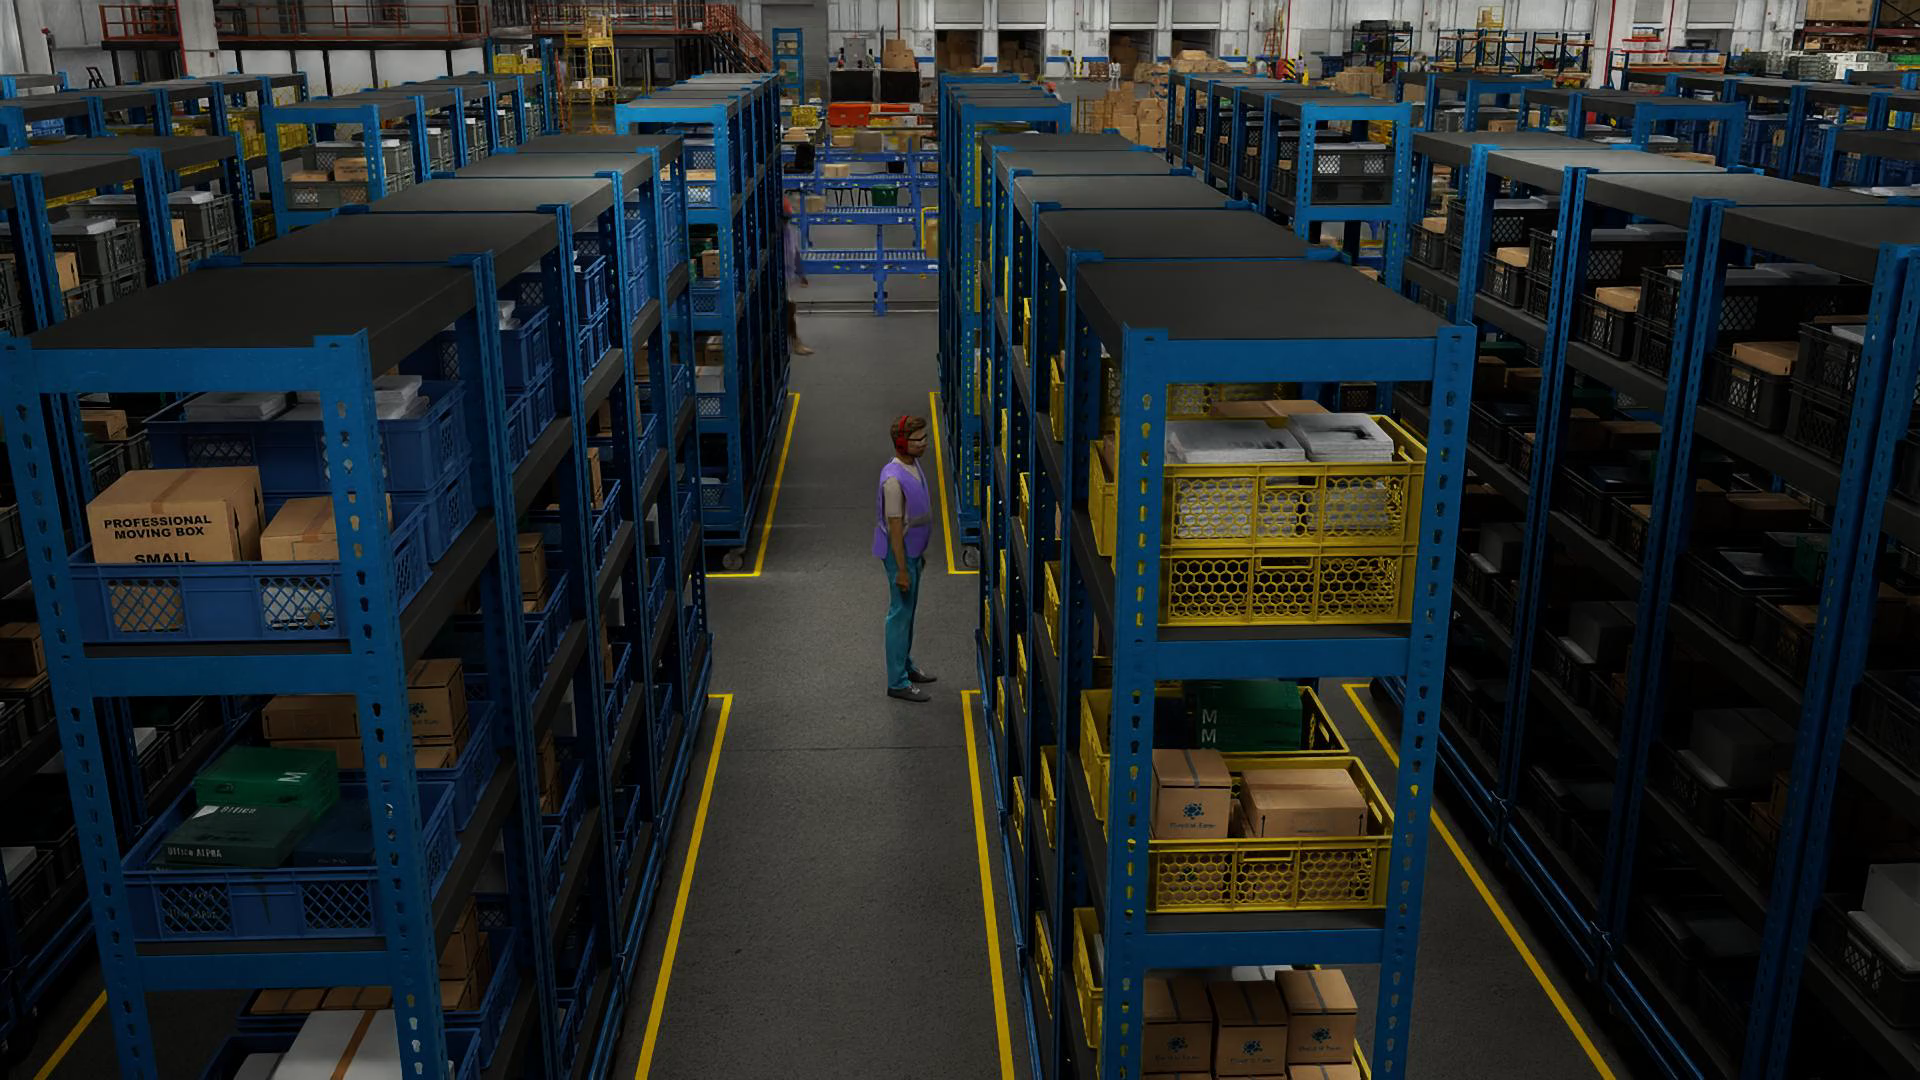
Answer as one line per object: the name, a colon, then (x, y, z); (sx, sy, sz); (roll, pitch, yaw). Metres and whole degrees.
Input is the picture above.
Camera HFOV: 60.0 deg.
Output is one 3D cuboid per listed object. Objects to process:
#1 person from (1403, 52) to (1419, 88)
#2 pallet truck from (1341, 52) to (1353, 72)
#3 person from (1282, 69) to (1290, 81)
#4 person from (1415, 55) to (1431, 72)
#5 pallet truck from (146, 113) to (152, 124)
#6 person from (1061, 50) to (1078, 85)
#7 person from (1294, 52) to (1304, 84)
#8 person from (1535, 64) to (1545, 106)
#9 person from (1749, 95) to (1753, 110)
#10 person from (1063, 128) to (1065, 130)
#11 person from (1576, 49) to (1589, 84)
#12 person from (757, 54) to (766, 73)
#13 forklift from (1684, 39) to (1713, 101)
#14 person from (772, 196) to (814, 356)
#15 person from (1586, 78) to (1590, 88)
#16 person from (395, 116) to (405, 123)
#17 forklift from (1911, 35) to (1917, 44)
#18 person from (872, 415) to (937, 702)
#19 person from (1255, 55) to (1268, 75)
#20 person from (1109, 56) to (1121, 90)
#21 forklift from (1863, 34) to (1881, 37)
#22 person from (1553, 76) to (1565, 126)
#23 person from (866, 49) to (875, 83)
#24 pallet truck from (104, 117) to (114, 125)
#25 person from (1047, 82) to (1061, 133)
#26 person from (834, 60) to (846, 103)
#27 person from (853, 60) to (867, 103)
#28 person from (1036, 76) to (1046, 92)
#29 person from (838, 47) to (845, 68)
person: (23.533, -24.336, 86.174); (1.050, 1.879, 0.644); (-1, 18, -3)
pallet truck: (18.794, -23.123, 82.231); (0.823, 1.965, 1.885); (-13, 22, -35)
person: (12.129, -16.606, 62.161); (0.372, 1.934, 0.551); (4, 18, 11)
person: (21.401, -21.460, 77.016); (0.718, 2.000, 0.753); (4, 18, 13)
pallet truck: (-18.087, -8.309, 36.390); (1.885, 1.965, 0.823); (-1, 18, -4)
person: (5.938, -25.657, 90.358); (0.991, 1.817, 0.505); (7, 19, 22)
person: (17.100, -23.584, 83.787); (0.588, 1.922, 0.395); (-9, 20, -26)
person: (24.101, -18.861, 69.270); (0.511, 1.860, 0.325); (-9, 20, -27)
person: (30.362, -16.998, 63.882); (0.407, 1.627, 0.519); (-11, 21, -30)
person: (2.385, -8.556, 37.807); (0.512, 1.589, 0.841); (8, 19, 22)
person: (33.988, -25.901, 91.001); (0.944, 1.880, 0.614); (-11, 21, -31)
person: (-10.085, -23.638, 84.112); (0.528, 1.806, 0.870); (-4, 18, -13)
forklift: (30.924, -19.625, 69.994); (1.129, 2.768, 1.873); (-1, 18, -2)
person: (-2.306, -3.366, 21.092); (1.015, 2.003, 0.616); (10, 20, 28)
person: (23.805, -16.817, 62.810); (0.793, 1.943, 0.609); (-9, 20, -27)
person: (-18.057, -13.676, 53.461); (0.509, 1.705, 0.708); (1, 18, 2)
forklift: (50.031, -25.168, 87.146); (1.129, 2.768, 1.873); (-10, 20, -29)
person: (-0.355, 0.103, 10.599); (0.389, 1.846, 0.567); (2, 18, 7)
person: (14.615, -22.551, 80.642); (1.026, 1.895, 0.623); (-14, 23, -38)
person: (7.315, -21.904, 78.664); (0.574, 1.876, 0.354); (-5, 19, -15)
forklift: (44.131, -23.197, 81.047); (1.129, 2.768, 1.873); (-1, 18, -2)
person: (19.677, -14.096, 54.294); (0.857, 2.016, 0.622); (13, 22, 35)
person: (-4.983, -26.520, 92.996); (0.429, 1.844, 0.626); (13, 22, 35)
pallet truck: (-18.367, -7.885, 35.078); (1.885, 1.965, 0.823); (1, 18, 2)
person: (2.835, -13.038, 51.048); (0.642, 1.981, 0.435); (-6, 19, -17)
person: (-5.250, -19.988, 72.651); (0.578, 1.924, 0.489); (-10, 20, -28)
person: (-4.416, -20.213, 73.419); (0.607, 1.891, 0.808); (-4, 18, -13)
person: (2.981, -15.760, 59.753); (0.791, 1.810, 0.589); (3, 18, 10)
person: (-6.632, -26.599, 93.135); (0.485, 1.899, 0.618); (-7, 19, -21)
